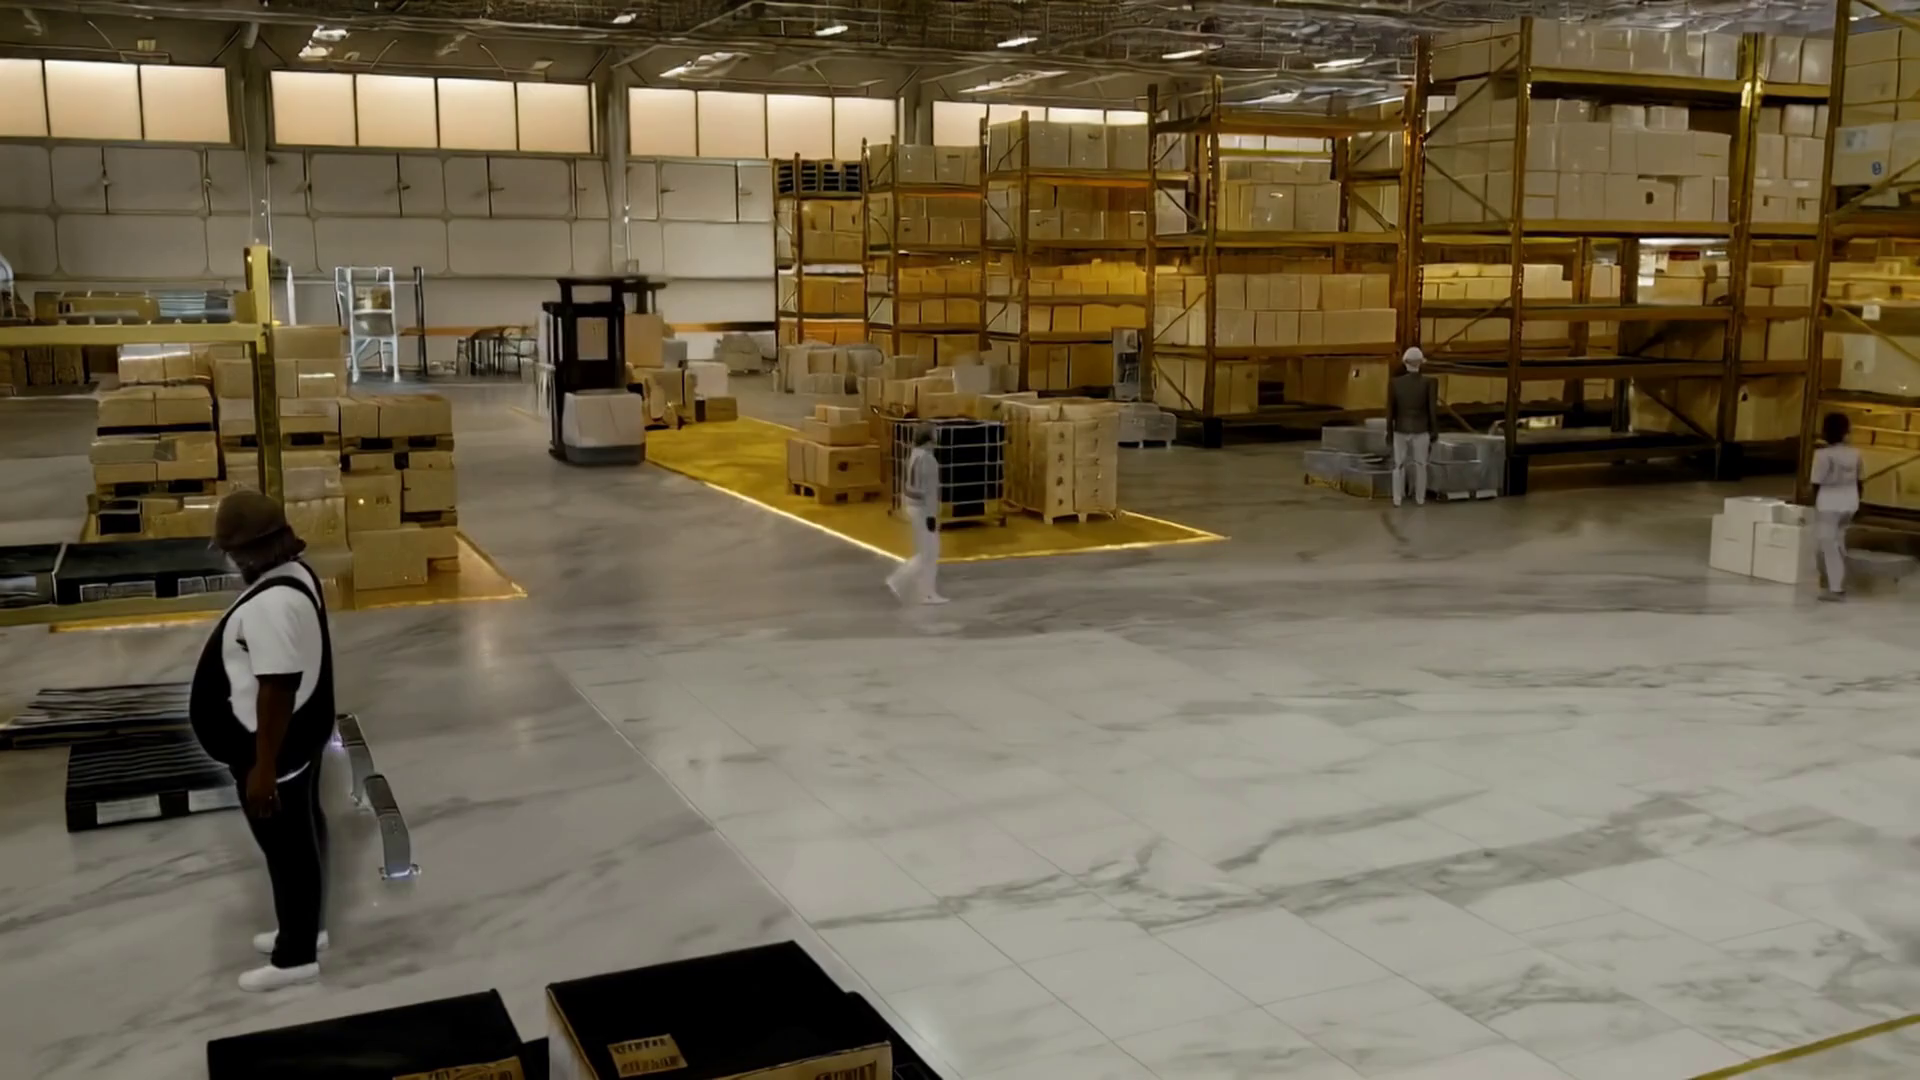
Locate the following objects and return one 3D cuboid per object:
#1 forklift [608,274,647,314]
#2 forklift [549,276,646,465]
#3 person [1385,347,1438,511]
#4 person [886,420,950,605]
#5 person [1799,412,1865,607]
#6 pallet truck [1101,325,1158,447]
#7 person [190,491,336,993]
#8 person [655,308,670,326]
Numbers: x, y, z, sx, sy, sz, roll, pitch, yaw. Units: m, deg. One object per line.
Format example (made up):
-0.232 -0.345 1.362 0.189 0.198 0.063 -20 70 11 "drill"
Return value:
-8.393 -5.331 42.163 1.129 2.768 1.873 -8 12 -40 "forklift"
-5.558 -2.616 25.320 1.129 2.768 1.873 -4 10 -25 "forklift"
5.454 -1.337 20.123 0.625 1.992 0.388 1 9 8 "person"
-0.351 -0.220 14.316 0.481 1.622 0.536 -1 9 -9 "person"
7.592 -0.269 14.445 0.547 1.679 0.407 -5 11 -30 "person"
2.881 -2.596 27.923 0.823 1.965 1.885 -1 9 -7 "pallet truck"
-2.823 0.796 6.748 0.536 2.000 0.676 -2 9 -12 "person"
-8.163 -5.357 45.293 0.550 1.916 0.435 0 9 -1 "person"
